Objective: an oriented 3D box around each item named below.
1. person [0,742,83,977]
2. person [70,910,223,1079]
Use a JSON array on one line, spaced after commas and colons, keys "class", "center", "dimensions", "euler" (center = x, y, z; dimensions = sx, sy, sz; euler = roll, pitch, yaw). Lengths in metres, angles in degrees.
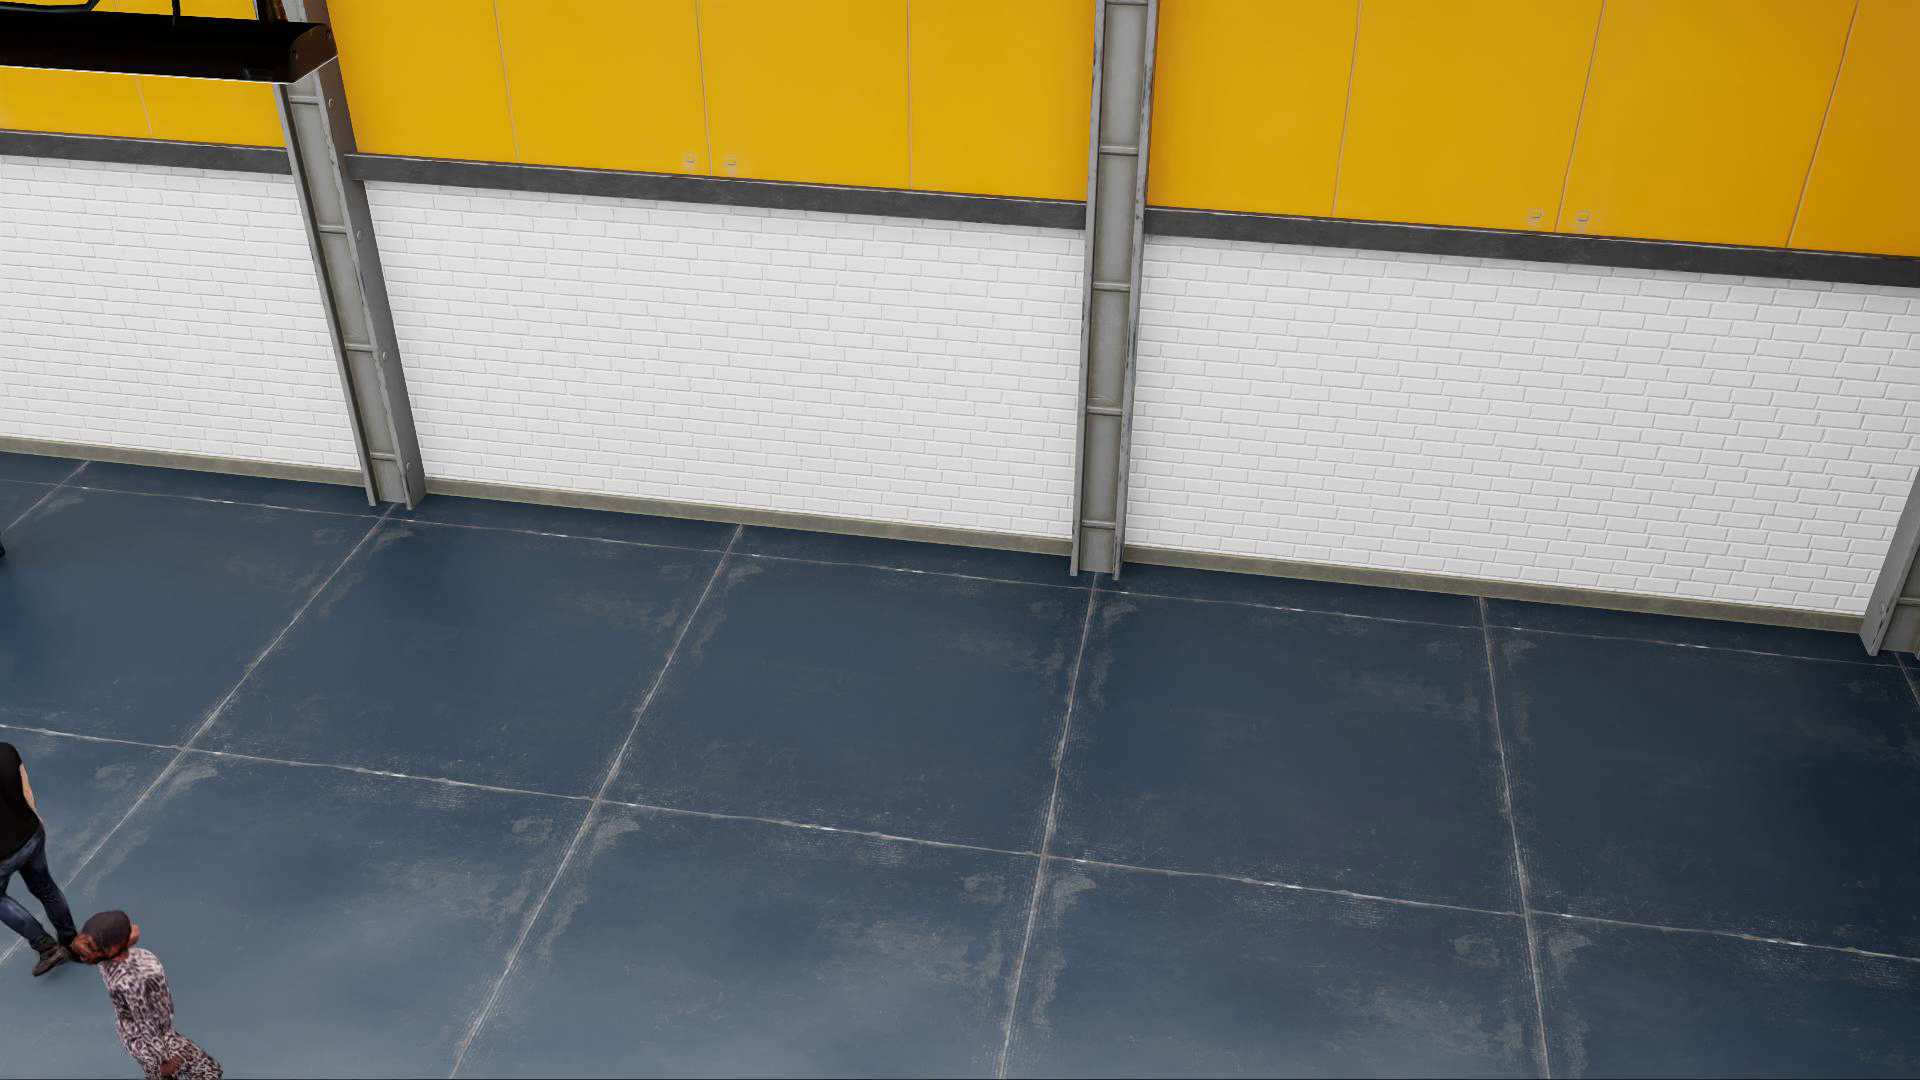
[{"class": "person", "center": [-5.300, 1.736, 9.386], "dimensions": [0.728, 1.884, 0.743], "euler": [12, 35, 17]}, {"class": "person", "center": [-4.135, 2.536, 8.343], "dimensions": [0.790, 1.706, 0.726], "euler": [-25, 41, -32]}]
